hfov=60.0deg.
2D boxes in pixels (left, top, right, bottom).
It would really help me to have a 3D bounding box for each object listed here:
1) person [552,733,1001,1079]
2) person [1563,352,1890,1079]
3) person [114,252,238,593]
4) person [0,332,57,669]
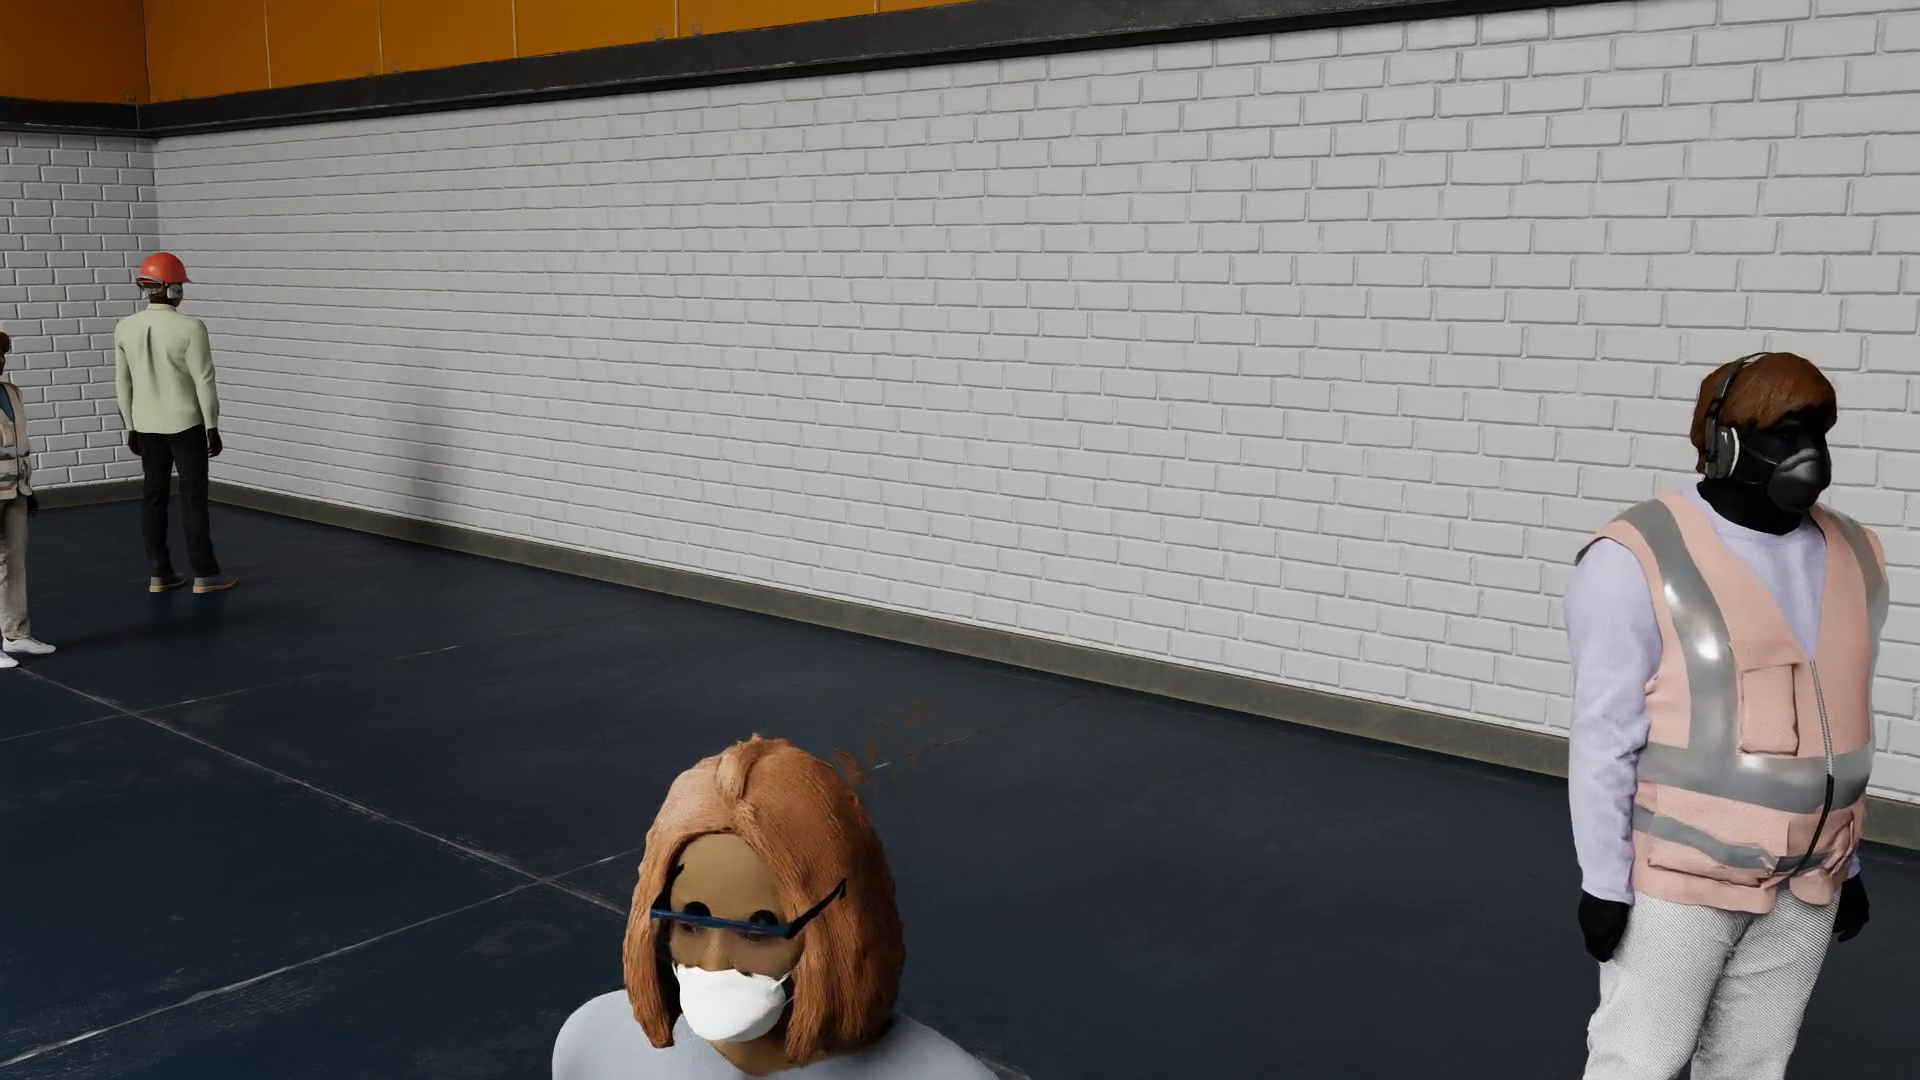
[{"bbox_3d":[-0.193,0.977,1.472,0.527,1.600,0.752,4,11,20],"label":"person"},{"bbox_3d":[1.385,0.591,3.000,0.629,1.842,0.434,-3,10,-17],"label":"person"},{"bbox_3d":[-4.625,-0.679,9.777,0.612,1.996,0.388,2,10,11],"label":"person"},{"bbox_3d":[-4.691,-0.208,8.089,0.306,1.645,0.523,1,10,3],"label":"person"}]
